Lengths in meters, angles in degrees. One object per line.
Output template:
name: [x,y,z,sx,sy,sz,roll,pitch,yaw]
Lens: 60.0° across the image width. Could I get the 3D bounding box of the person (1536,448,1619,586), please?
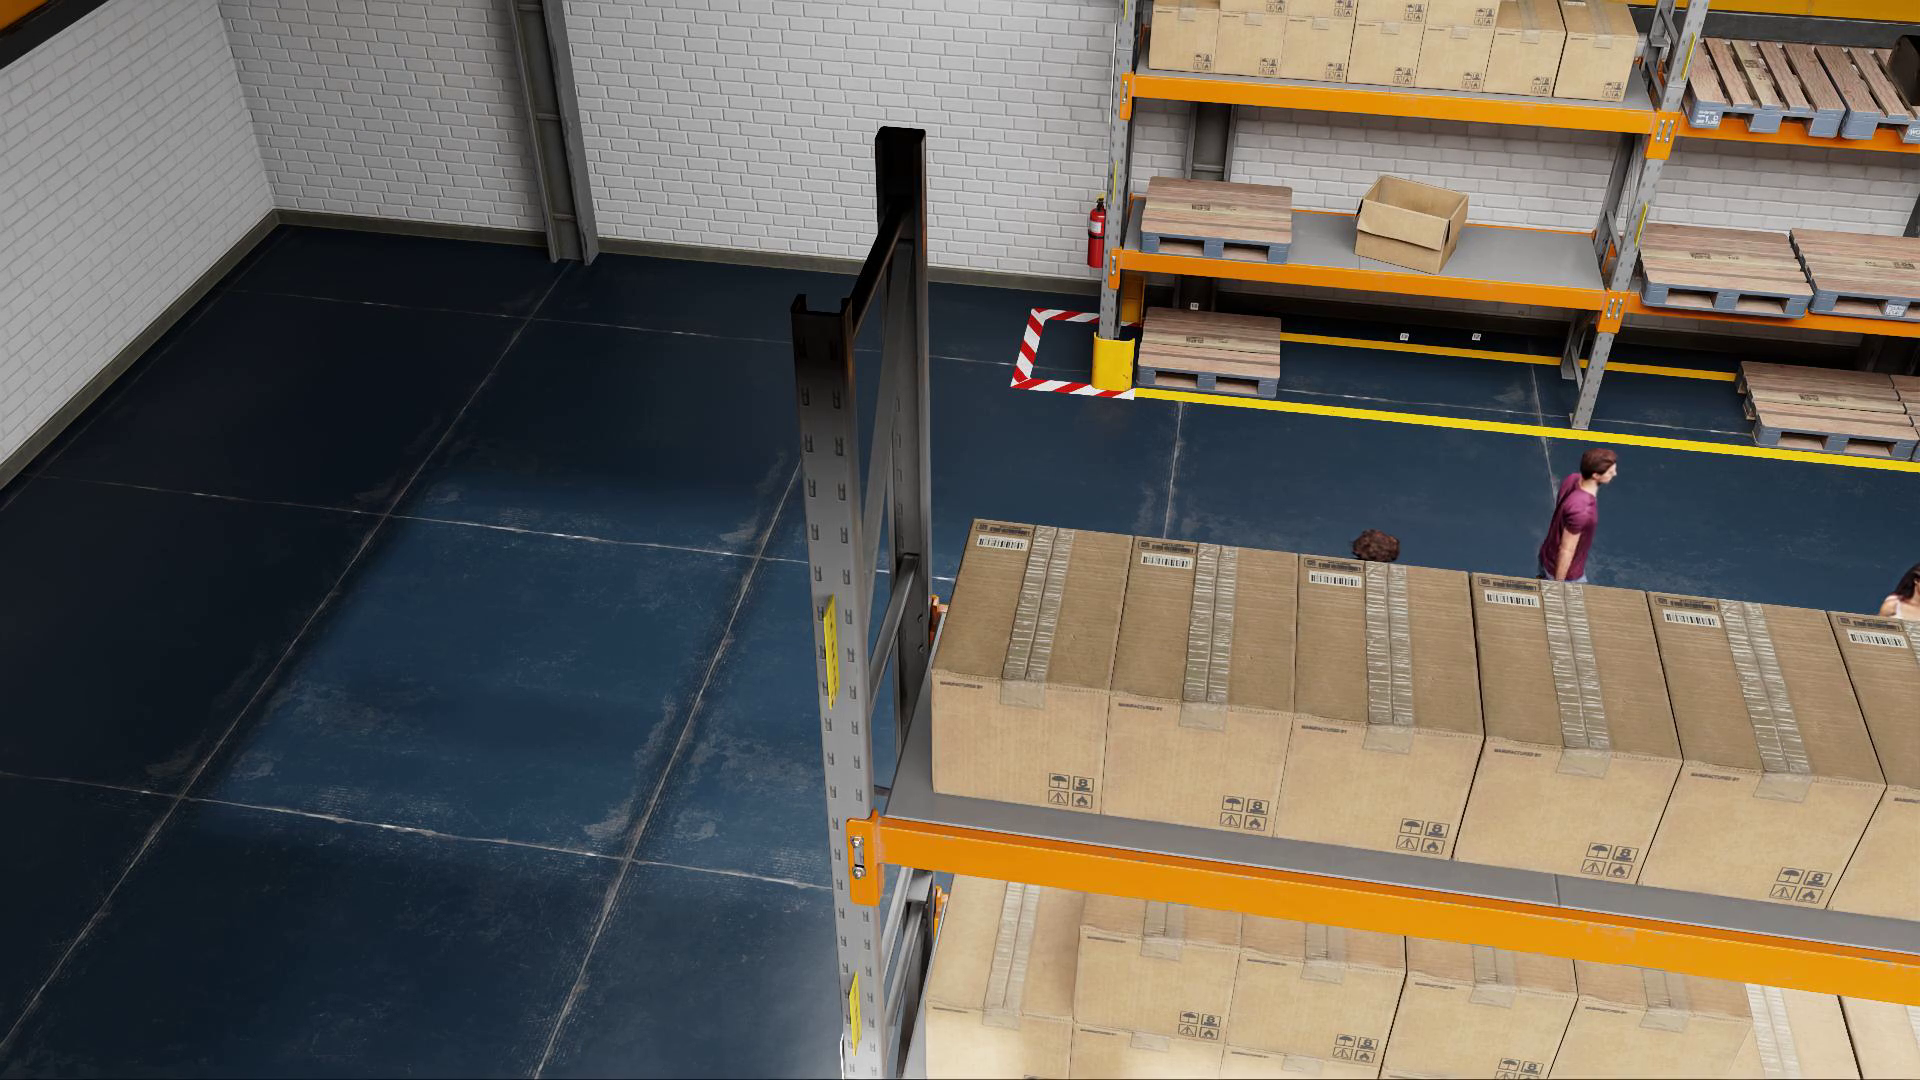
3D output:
person: [3.941,0.136,11.090,0.824,1.831,0.692,3,39,4]
